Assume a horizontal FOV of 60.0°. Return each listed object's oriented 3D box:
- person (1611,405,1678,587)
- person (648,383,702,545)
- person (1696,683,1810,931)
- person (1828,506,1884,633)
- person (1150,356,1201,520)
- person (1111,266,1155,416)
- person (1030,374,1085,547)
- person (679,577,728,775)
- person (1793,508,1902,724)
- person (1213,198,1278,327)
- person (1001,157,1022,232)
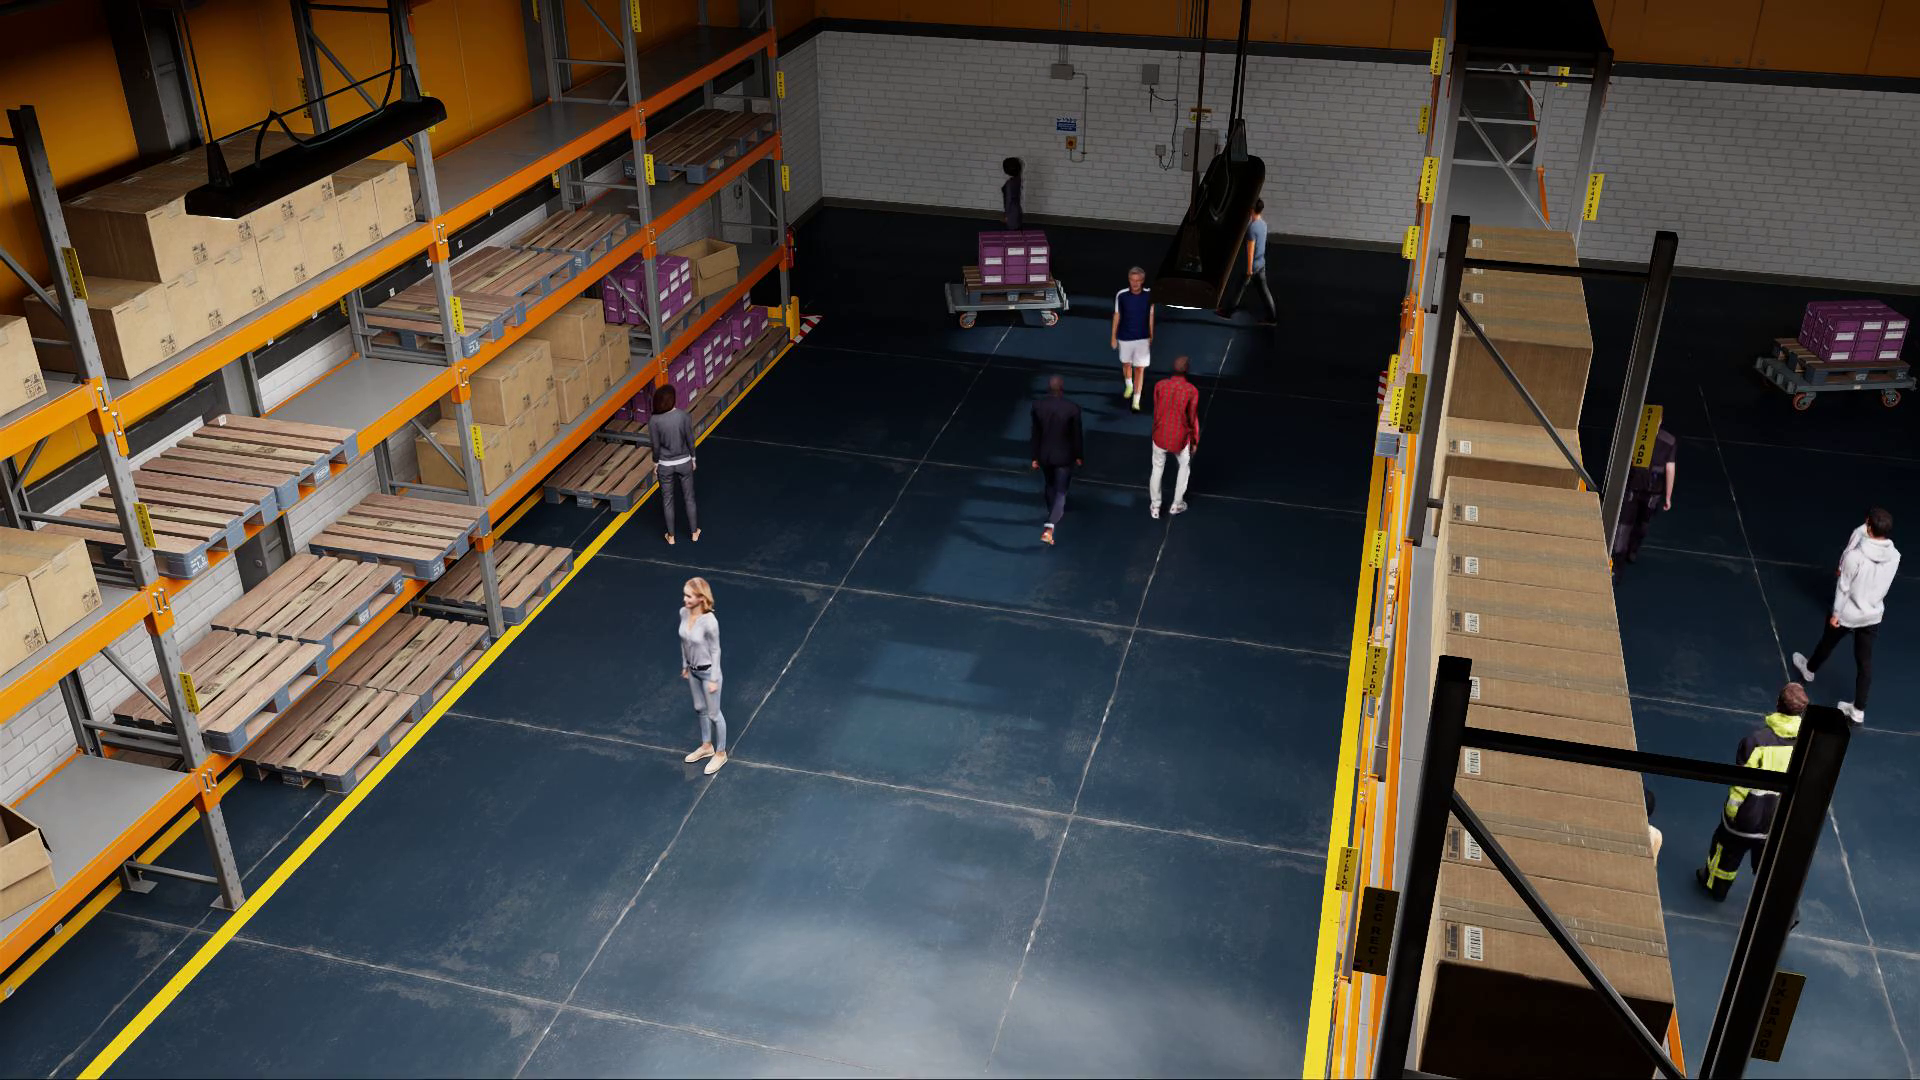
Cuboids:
[{"bbox_3d":[6.808,-0.506,16.610,0.789,1.807,1.203,10,30,18],"label":"person"},{"bbox_3d":[-2.946,-0.793,17.176,0.690,1.769,0.689,-7,29,-13],"label":"person"},{"bbox_3d":[5.818,1.961,11.940,1.054,1.949,1.283,-4,29,-7],"label":"person"},{"bbox_3d":[8.559,0.214,15.895,0.741,1.227,0.949,-5,29,-9],"label":"person"},{"bbox_3d":[2.248,-1.082,17.663,0.708,1.810,0.680,10,30,18],"label":"person"},{"bbox_3d":[2.115,-2.483,20.261,0.761,1.781,1.185,3,29,6],"label":"person"},{"bbox_3d":[0.965,-0.803,17.174,0.837,1.789,1.209,13,31,23],"label":"person"},{"bbox_3d":[-2.112,1.091,13.693,0.663,1.796,0.661,24,36,36],"label":"person"},{"bbox_3d":[7.808,0.688,14.351,0.975,1.874,1.317,-2,29,-3],"label":"person"},{"bbox_3d":[4.058,-3.714,22.540,0.995,1.761,1.186,18,33,30],"label":"person"},{"bbox_3d":[0.801,-4.841,24.660,0.745,1.708,0.567,16,33,27],"label":"person"}]
